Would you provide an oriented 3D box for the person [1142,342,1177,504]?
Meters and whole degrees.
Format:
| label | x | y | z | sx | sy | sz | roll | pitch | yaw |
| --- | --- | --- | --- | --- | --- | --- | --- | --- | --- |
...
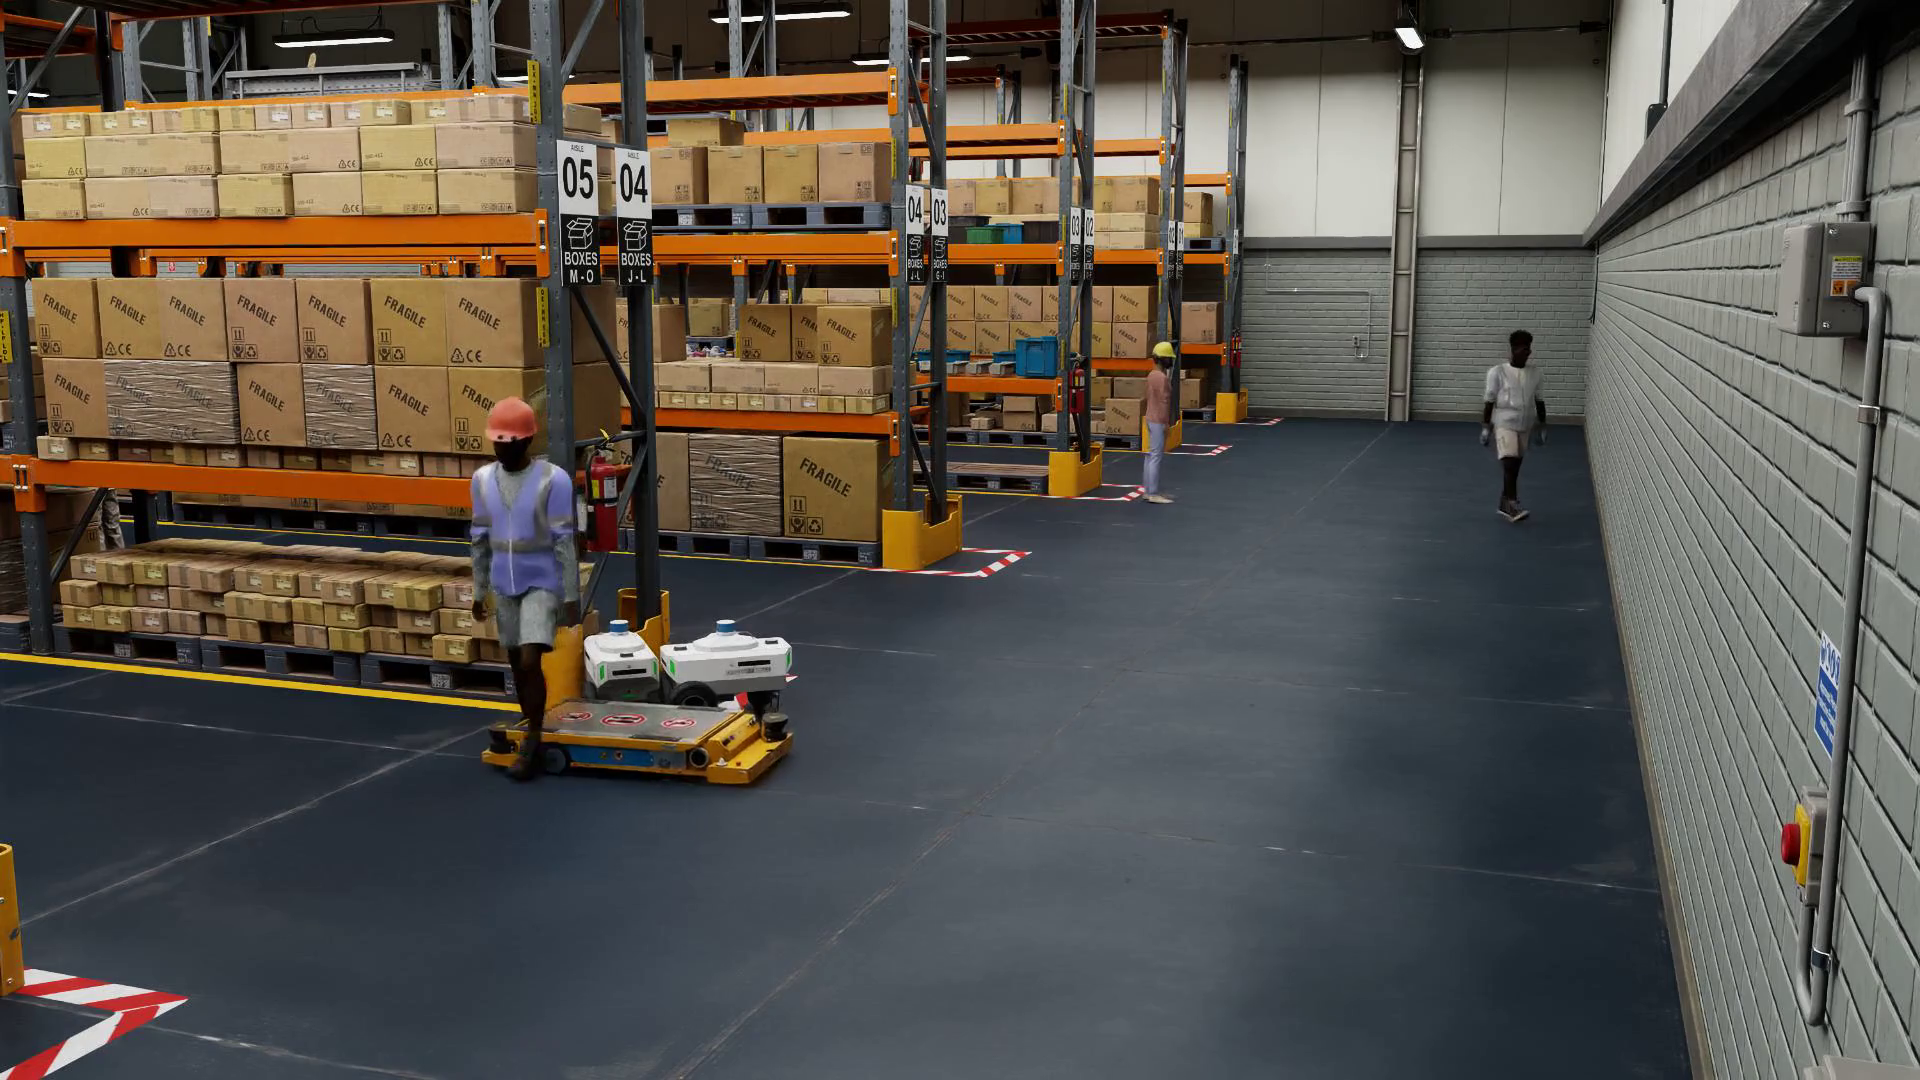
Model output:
| label | x | y | z | sx | sy | sz | roll | pitch | yaw |
| --- | --- | --- | --- | --- | --- | --- | --- | --- | --- |
| person | 2.193 | -1.280 | 18.173 | 0.330 | 1.765 | 0.533 | -1 | 9 | -8 |

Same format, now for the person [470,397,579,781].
| label | x | y | z | sx | sy | sz | roll | pitch | yaw |
| --- | --- | --- | --- | --- | --- | --- | --- | --- | --- |
| person | -2.191 | 0.243 | 8.265 | 0.603 | 1.891 | 0.793 | 3 | 9 | 16 |

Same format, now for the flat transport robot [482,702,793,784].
| label | x | y | z | sx | sy | sz | roll | pitch | yaw |
| --- | --- | --- | --- | --- | --- | --- | --- | --- | --- |
| flat transport robot | -1.637 | 1.013 | 8.502 | 1.431 | 0.197 | 0.652 | 2 | 9 | 14 |

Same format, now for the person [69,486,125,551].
| label | x | y | z | sx | sy | sz | roll | pitch | yaw |
| --- | --- | --- | --- | --- | --- | --- | --- | --- | --- |
| person | -6.768 | -0.383 | 13.000 | 0.318 | 1.630 | 0.513 | 1 | 9 | 6 |

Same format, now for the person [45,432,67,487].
| label | x | y | z | sx | sy | sz | roll | pitch | yaw |
| --- | --- | --- | --- | --- | --- | --- | --- | --- | --- |
| person | -8.369 | -0.880 | 15.658 | 0.306 | 1.772 | 0.525 | 4 | 10 | 21 |

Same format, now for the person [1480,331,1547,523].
| label | x | y | z | sx | sy | sz | roll | pitch | yaw |
| --- | --- | --- | --- | --- | --- | --- | --- | --- | --- |
| person | 5.667 | -1.146 | 16.845 | 0.633 | 1.920 | 0.900 | -2 | 9 | -12 |

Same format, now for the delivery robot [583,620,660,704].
| label | x | y | z | sx | sy | sz | roll | pitch | yaw |
| --- | --- | --- | --- | --- | --- | --- | --- | --- | --- |
| delivery robot | -1.906 | 0.692 | 9.333 | 0.477 | 0.478 | 0.707 | -3 | 10 | -19 |

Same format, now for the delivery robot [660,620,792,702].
| label | x | y | z | sx | sy | sz | roll | pitch | yaw |
| --- | --- | --- | --- | --- | --- | --- | --- | --- | --- |
| delivery robot | -1.307 | 0.692 | 9.331 | 0.707 | 0.478 | 0.477 | -3 | 10 | -19 |

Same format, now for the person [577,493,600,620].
| label | x | y | z | sx | sy | sz | roll | pitch | yaw |
| --- | --- | --- | --- | --- | --- | --- | --- | --- | --- |
| person | -2.728 | -0.355 | 11.896 | 0.407 | 1.922 | 0.569 | 5 | 10 | 28 |
